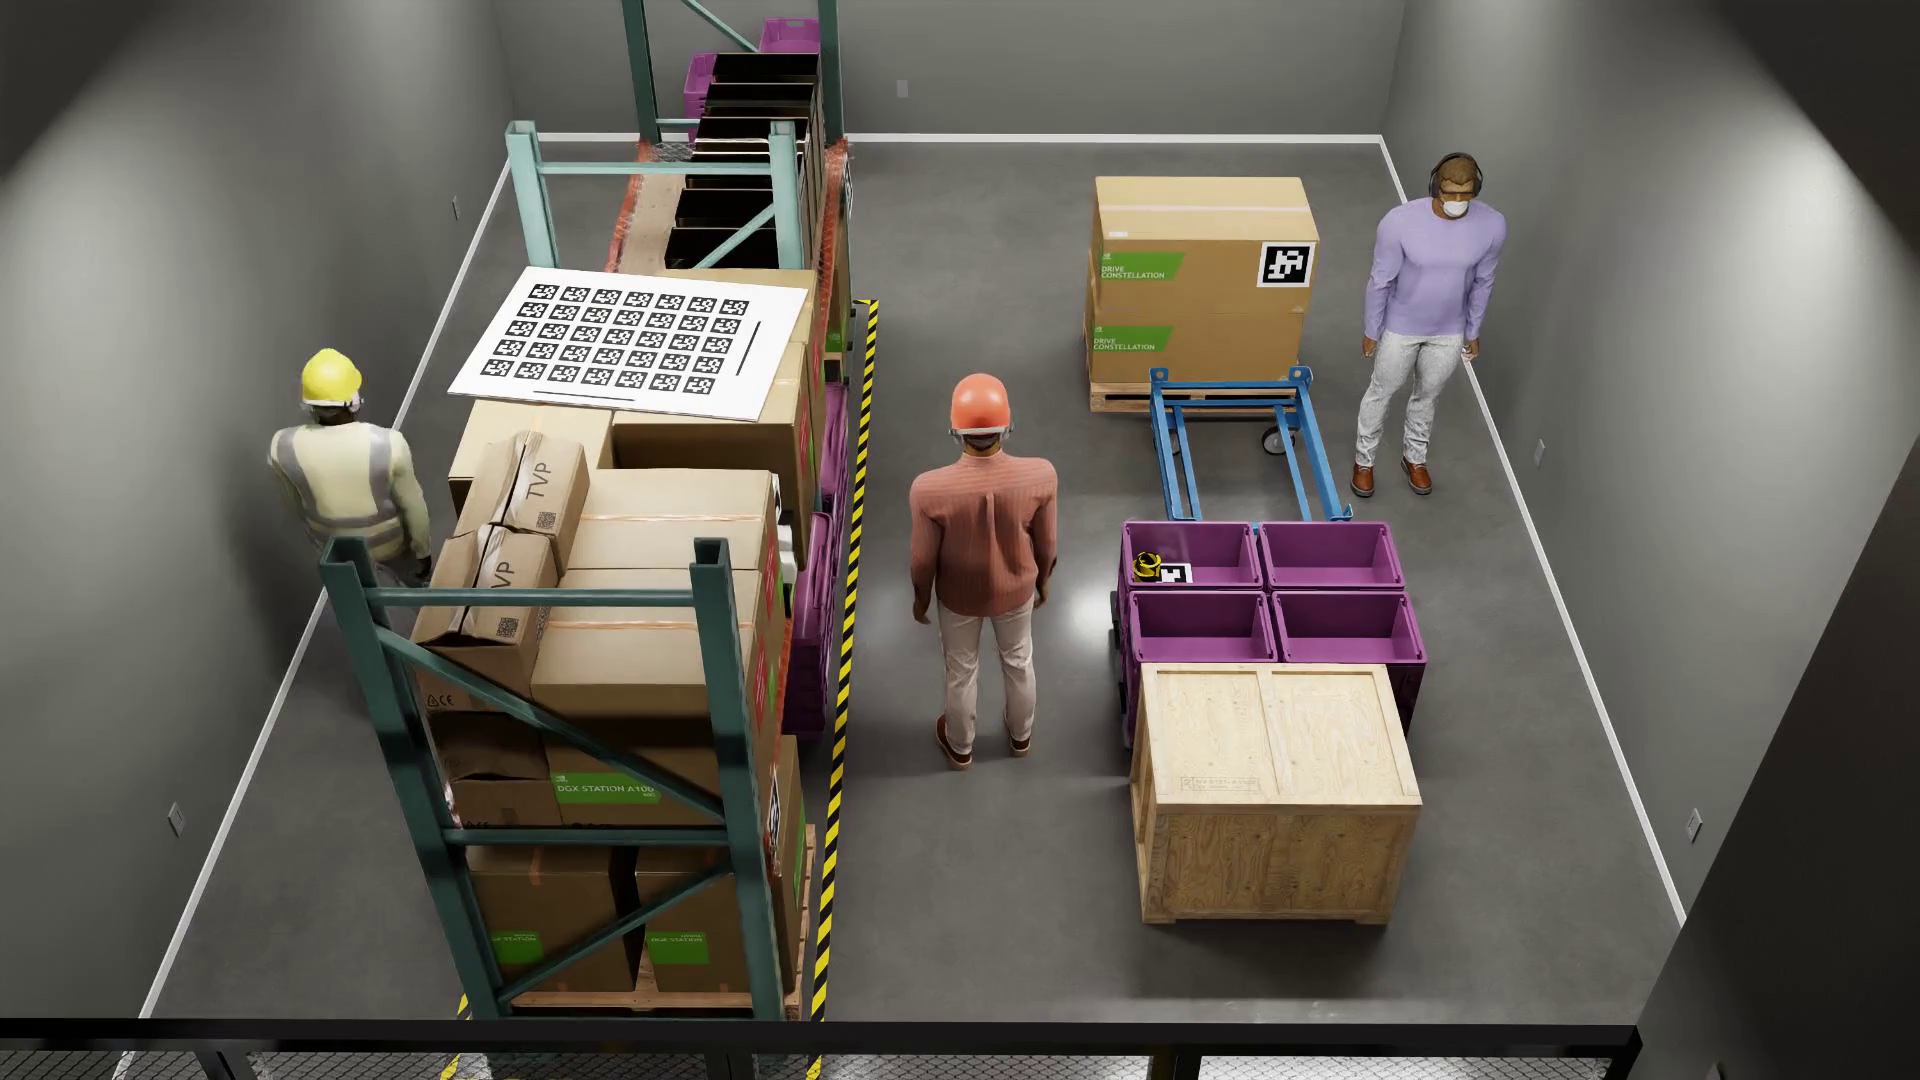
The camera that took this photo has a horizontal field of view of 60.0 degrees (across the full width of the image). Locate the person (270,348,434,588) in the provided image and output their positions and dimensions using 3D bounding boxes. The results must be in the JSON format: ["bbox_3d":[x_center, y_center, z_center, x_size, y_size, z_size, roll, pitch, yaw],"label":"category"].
[{"bbox_3d":[-2.607,-0.104,7.345,0.593,1.785,0.915,-4,41,-5],"label":"person"}]

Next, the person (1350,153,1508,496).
[{"bbox_3d":[2.318,-1.061,8.324,0.631,1.939,0.370,-2,41,-2],"label":"person"}]

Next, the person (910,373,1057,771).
[{"bbox_3d":[0.090,0.167,6.883,0.613,1.992,0.397,-8,42,-9],"label":"person"}]
